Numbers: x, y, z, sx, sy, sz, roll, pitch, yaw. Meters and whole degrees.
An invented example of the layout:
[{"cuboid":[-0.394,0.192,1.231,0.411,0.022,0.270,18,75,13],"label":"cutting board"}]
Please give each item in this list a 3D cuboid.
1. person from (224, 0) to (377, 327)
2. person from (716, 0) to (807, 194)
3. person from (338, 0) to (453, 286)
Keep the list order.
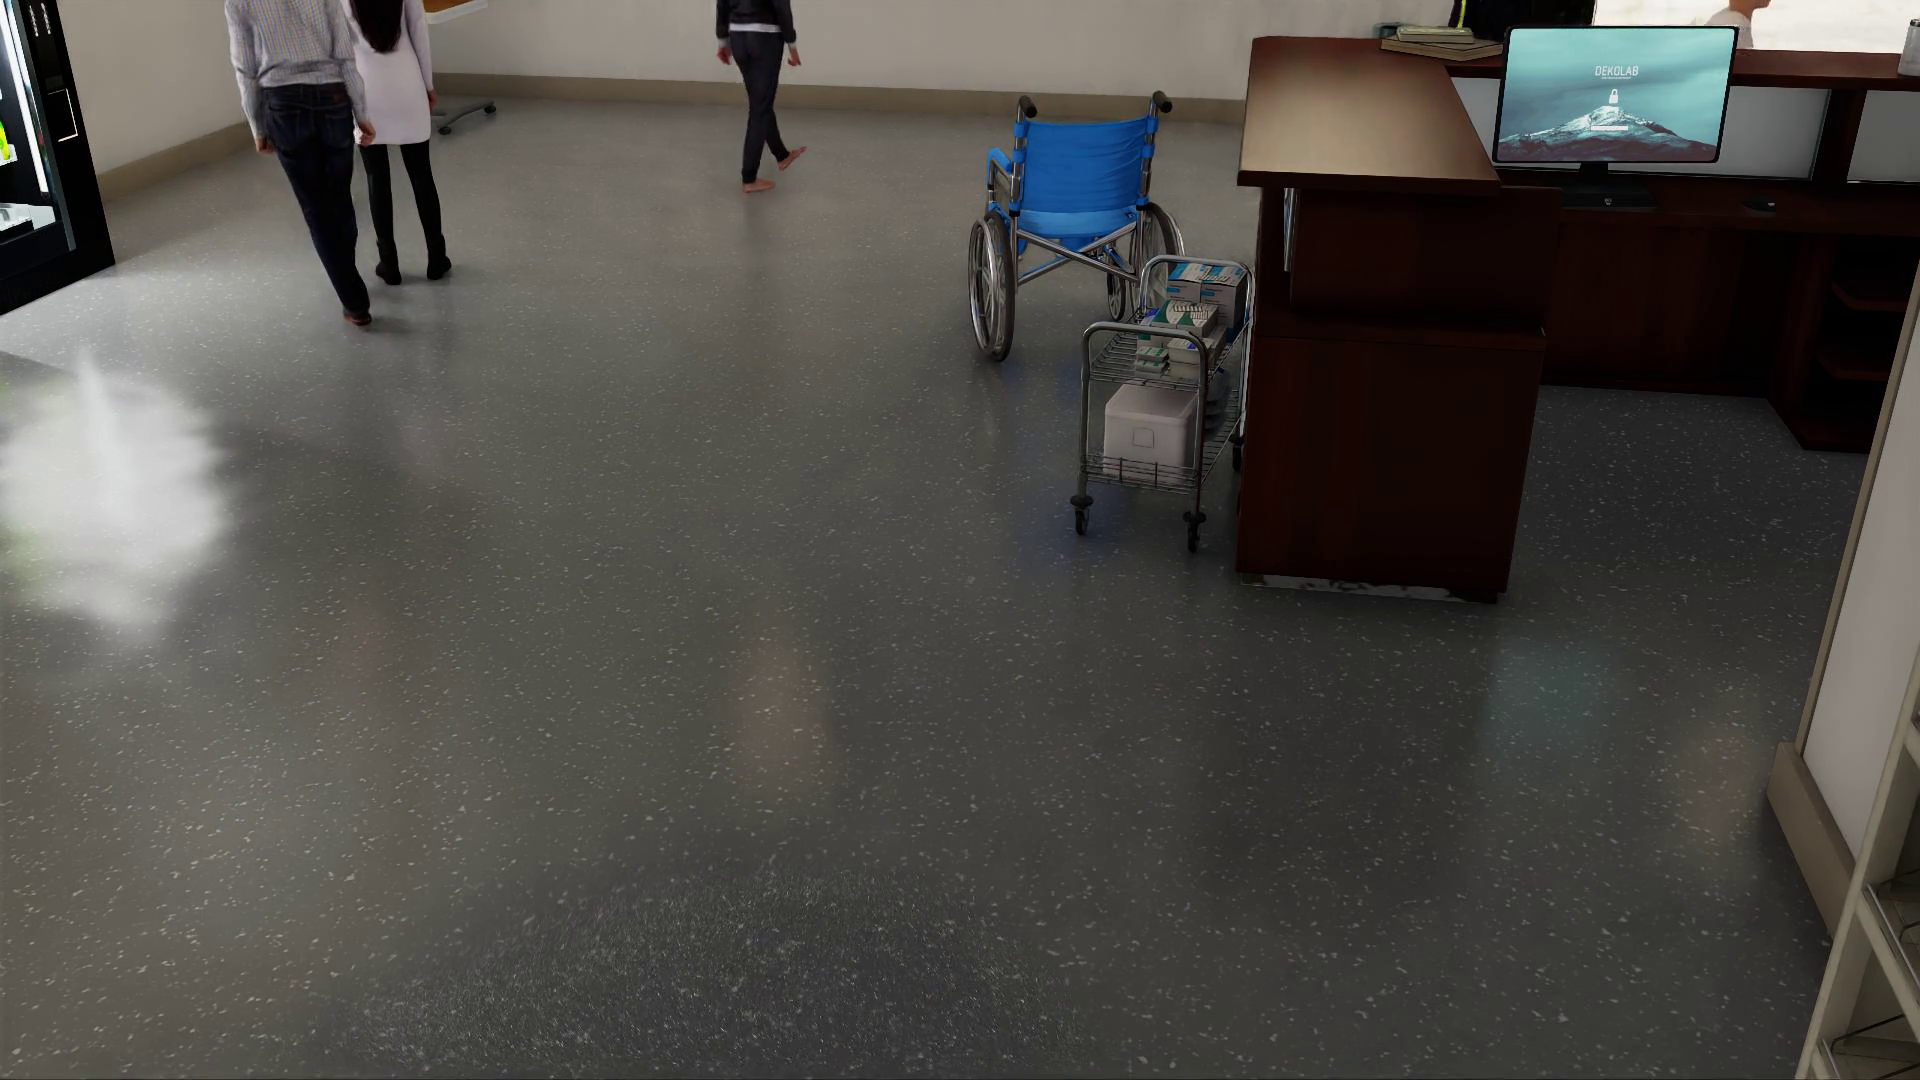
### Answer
[{"cuboid":[-2.834,-1.812,7.297,1.116,1.769,1.185,-15,30,-28],"label":"person"},{"cuboid":[-1.214,-2.855,9.539,0.918,1.700,1.077,18,31,33],"label":"person"},{"cuboid":[-2.744,-2.128,7.908,0.684,1.807,0.682,-9,27,-18],"label":"person"}]
